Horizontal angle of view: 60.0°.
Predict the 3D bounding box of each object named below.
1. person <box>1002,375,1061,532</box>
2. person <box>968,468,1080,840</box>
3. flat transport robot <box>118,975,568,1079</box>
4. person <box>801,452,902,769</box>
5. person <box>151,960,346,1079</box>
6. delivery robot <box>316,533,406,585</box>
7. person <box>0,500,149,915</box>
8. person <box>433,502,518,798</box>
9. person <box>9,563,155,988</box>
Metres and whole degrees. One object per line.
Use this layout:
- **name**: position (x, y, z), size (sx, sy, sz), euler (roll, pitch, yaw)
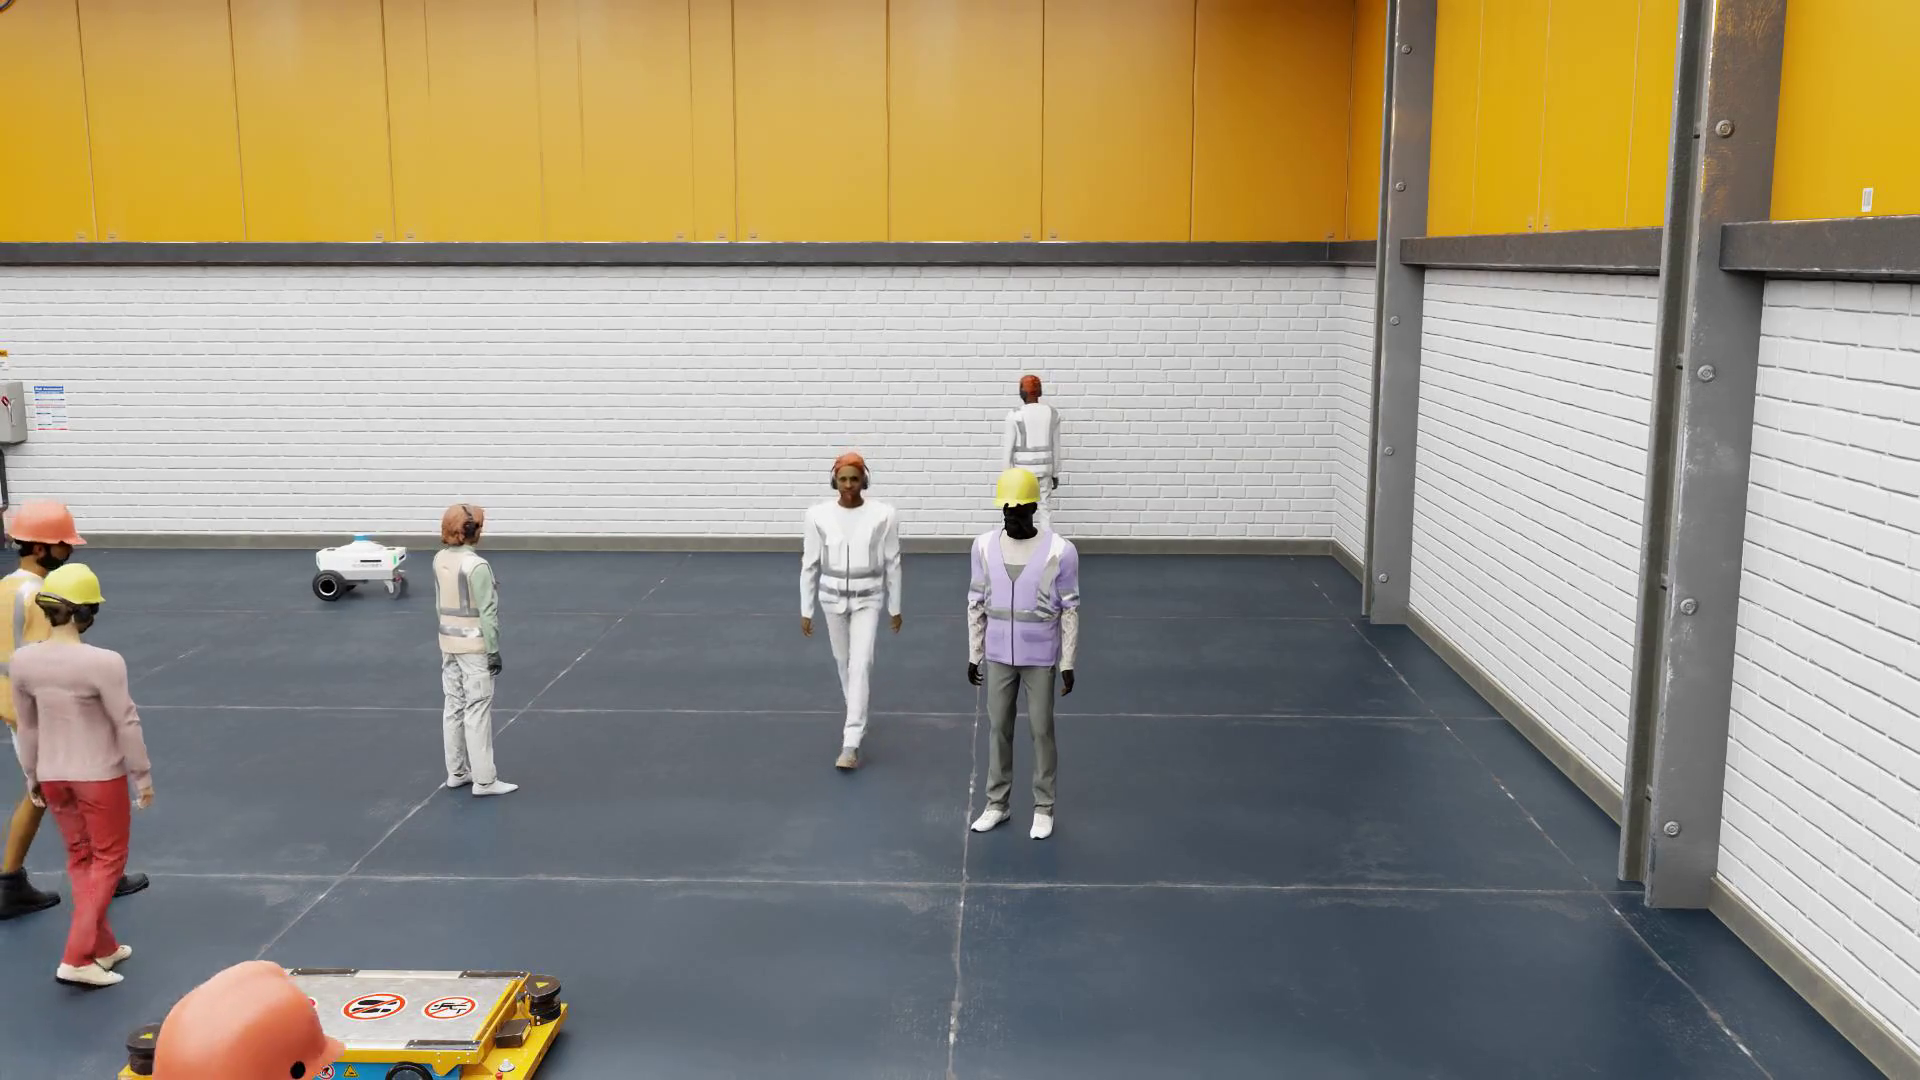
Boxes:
- **person**: position (0.677, -0.632, 15.812), size (0.584, 1.882, 0.366), euler (-3, 10, -18)
- **person**: position (0.310, 0.583, 8.559), size (0.594, 1.925, 0.376), euler (4, 10, 21)
- **flat transport robot**: position (-2.249, 1.820, 6.161), size (1.431, 0.197, 0.652), euler (0, 10, 2)
- **person**: position (-0.658, 0.384, 10.012), size (0.590, 1.831, 1.010), euler (1, 10, 7)
- **person**: position (-1.087, 1.598, 2.729), size (0.554, 1.880, 0.999), euler (7, 12, 34)
- **delivery robot**: position (-5.257, 0.186, 14.621), size (0.707, 0.478, 0.477), euler (-1, 10, -4)
- **person**: position (-4.148, 0.765, 7.554), size (0.563, 1.903, 0.671), euler (9, 13, 41)
- **person**: position (-2.726, 0.611, 9.240), size (0.515, 1.639, 0.307), euler (8, 13, 41)
- **person**: position (-3.584, 0.970, 6.801), size (0.541, 1.759, 0.480), euler (2, 10, 11)
